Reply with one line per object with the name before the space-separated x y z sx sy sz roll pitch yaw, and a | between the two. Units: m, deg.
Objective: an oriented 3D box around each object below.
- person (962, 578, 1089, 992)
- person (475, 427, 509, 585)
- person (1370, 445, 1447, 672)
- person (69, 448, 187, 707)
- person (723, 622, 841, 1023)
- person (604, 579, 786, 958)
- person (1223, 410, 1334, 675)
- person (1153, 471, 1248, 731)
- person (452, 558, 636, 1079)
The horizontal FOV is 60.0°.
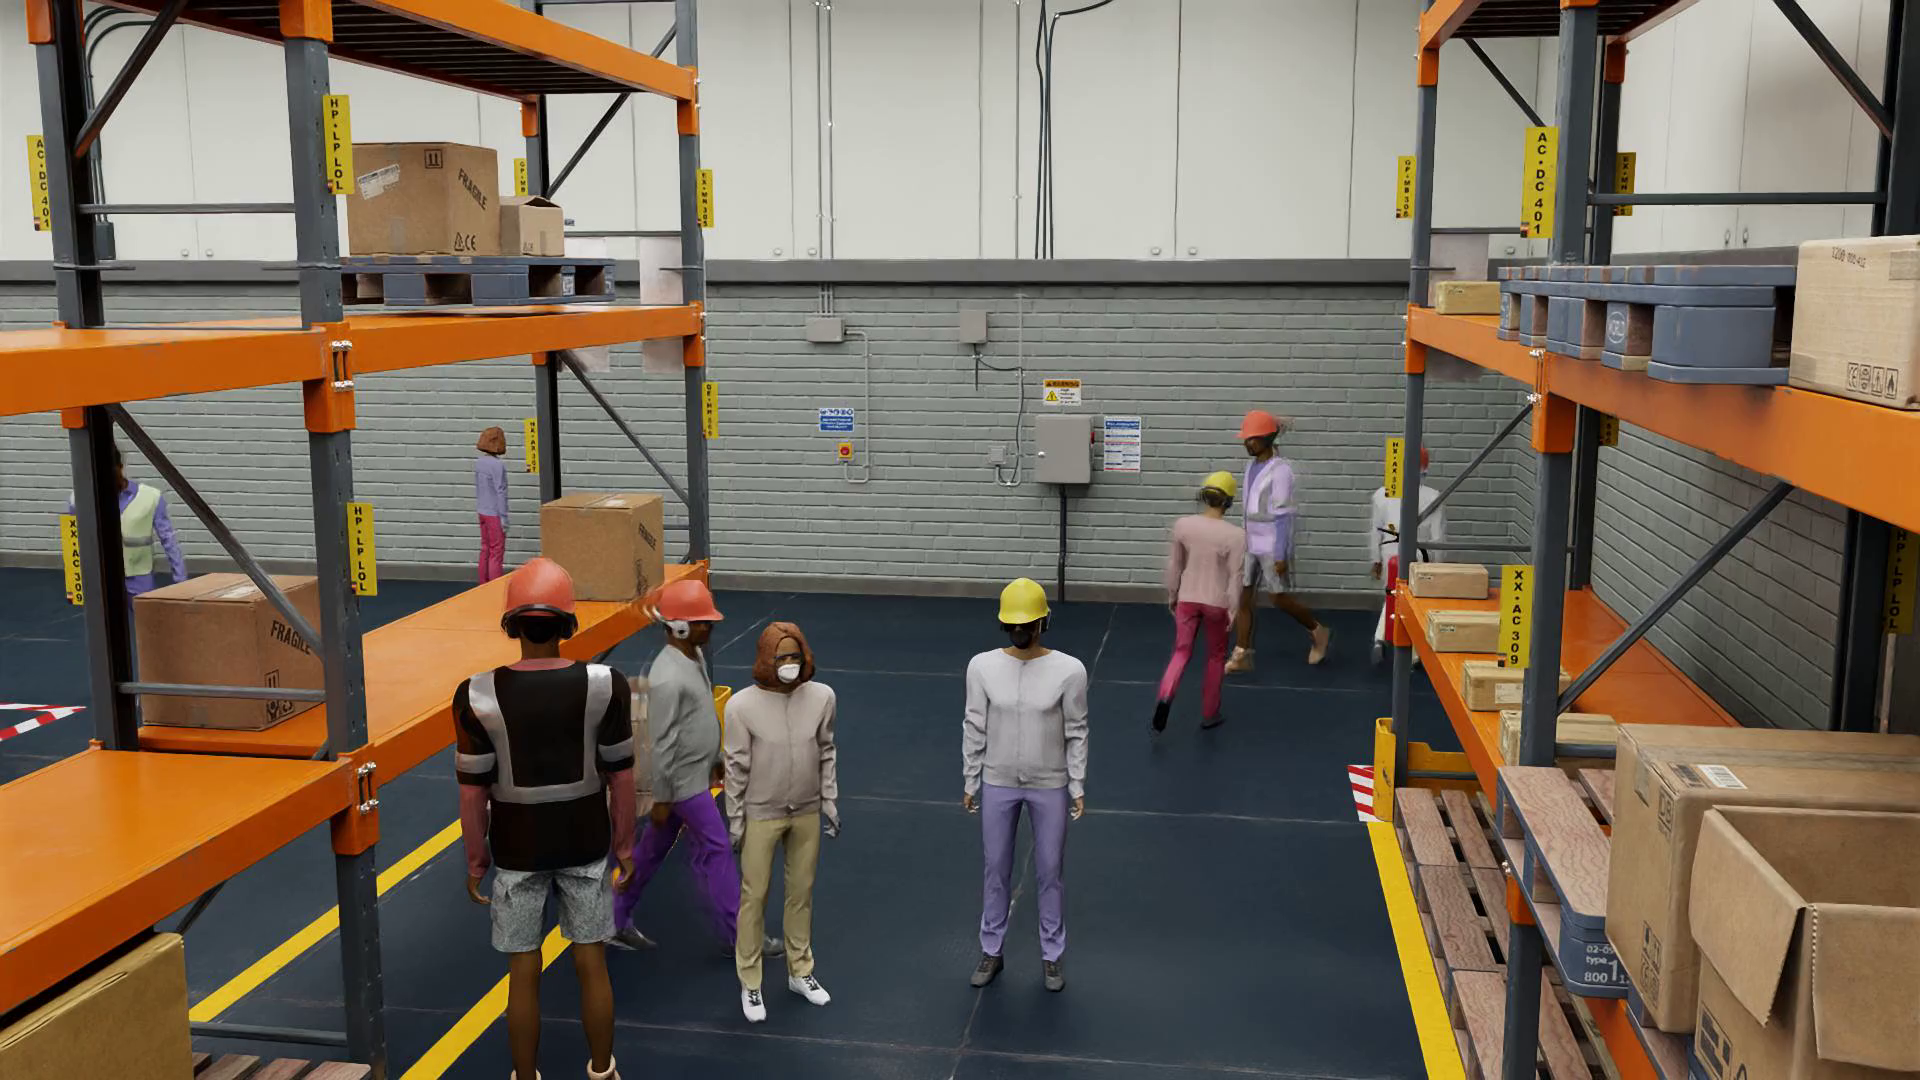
person | 0.270 1.029 6.997 0.534 1.767 0.313 1 9 9
person | -4.209 -0.208 15.032 0.280 1.632 0.501 -7 12 -38
person | 3.373 0.145 12.542 0.568 1.739 0.434 7 12 38
person | -5.621 0.279 11.292 0.712 1.882 0.614 -4 10 -24
person | -0.720 1.128 6.789 0.502 1.632 0.279 -5 11 -30
person | -1.219 1.009 7.314 0.888 1.714 0.567 -1 9 -4
person | 2.373 0.021 12.498 0.942 2.011 0.615 -3 10 -19
person | 1.556 0.421 10.811 0.556 1.736 0.706 5 11 30
person | -1.447 1.075 5.860 0.607 2.044 0.375 -3 10 -17
